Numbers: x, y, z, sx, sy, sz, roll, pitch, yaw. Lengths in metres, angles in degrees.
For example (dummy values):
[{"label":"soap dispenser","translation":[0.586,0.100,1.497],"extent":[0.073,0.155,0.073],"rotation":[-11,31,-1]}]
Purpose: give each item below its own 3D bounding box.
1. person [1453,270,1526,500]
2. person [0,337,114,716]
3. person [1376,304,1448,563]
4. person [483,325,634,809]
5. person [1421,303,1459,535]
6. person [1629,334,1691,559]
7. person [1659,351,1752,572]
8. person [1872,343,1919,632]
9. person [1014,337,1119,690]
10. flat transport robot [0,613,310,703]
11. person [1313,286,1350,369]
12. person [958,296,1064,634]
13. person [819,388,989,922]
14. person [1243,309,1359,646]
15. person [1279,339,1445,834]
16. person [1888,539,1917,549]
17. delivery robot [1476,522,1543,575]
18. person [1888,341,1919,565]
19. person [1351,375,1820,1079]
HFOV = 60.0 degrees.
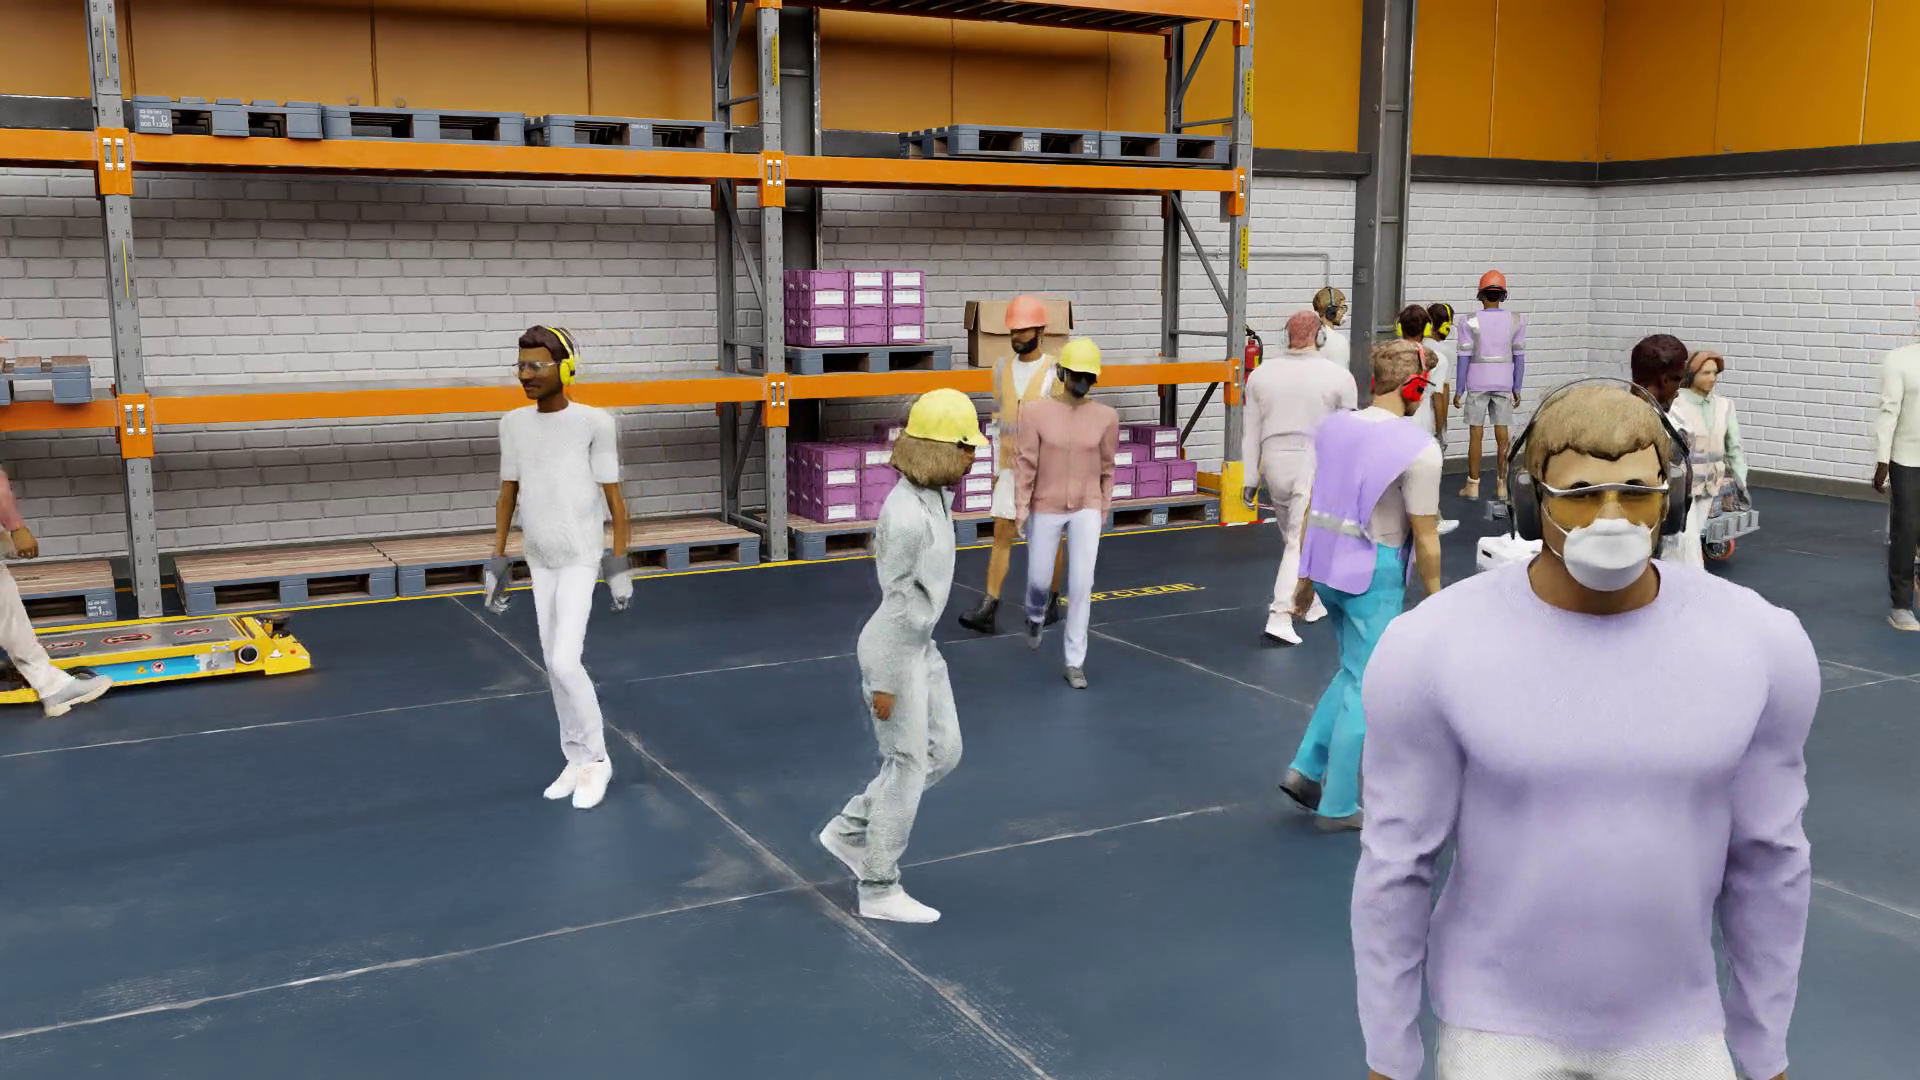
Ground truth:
[{"label":"person","translation":[4.699,-1.368,14.806],"extent":[0.607,2.044,0.380],"rotation":[0,9,2]},{"label":"person","translation":[-4.373,-0.080,7.290],"extent":[1.070,1.933,0.605],"rotation":[-8,12,-40]},{"label":"person","translation":[3.053,-0.698,11.407],"extent":[0.515,1.833,0.860],"rotation":[4,10,23]},{"label":"person","translation":[-1.557,0.112,6.389],"extent":[0.538,1.852,0.544],"rotation":[4,10,23]},{"label":"person","translation":[3.444,-0.875,12.548],"extent":[0.995,1.801,0.644],"rotation":[-8,13,-42]},{"label":"person","translation":[2.526,0.088,6.640],"extent":[1.151,1.829,0.616],"rotation":[-4,10,-23]},{"label":"person","translation":[4.205,-0.265,9.430],"extent":[0.533,1.591,0.846],"rotation":[-3,10,-18]},{"label":"person","translation":[5.533,-0.460,9.490],"extent":[0.624,1.980,0.456],"rotation":[2,10,14]},{"label":"person","translation":[0.526,-0.167,8.417],"extent":[0.534,1.732,0.739],"rotation":[-1,9,-4]},{"label":"flat transport robot","translation":[-4.079,0.577,8.343],"extent":[1.431,0.197,0.652],"rotation":[-6,11,-31]},{"label":"person","translation":[2.554,-0.812,11.736],"extent":[0.357,1.938,0.637],"rotation":[-3,10,-17]},{"label":"person","translation":[0.330,-0.401,9.334],"extent":[0.569,1.900,0.909],"rotation":[6,11,31]},{"label":"person","translation":[-0.163,0.370,5.232],"extent":[0.519,1.708,0.500],"rotation":[2,9,10]},{"label":"person","translation":[1.923,-0.361,9.313],"extent":[0.663,1.849,1.048],"rotation":[6,11,34]},{"label":"person","translation":[1.464,0.188,6.002],"extent":[0.461,1.815,0.607],"rotation":[-5,10,-26]},{"label":"person","translation":[7.198,-0.705,12.075],"extent":[0.732,1.605,0.530],"rotation":[3,10,19]},{"label":"delivery robot","translation":[3.340,0.132,9.902],"extent":[0.477,0.478,0.707],"rotation":[0,9,0]},{"label":"person","translation":[6.788,-0.746,11.615],"extent":[0.505,1.847,0.347],"rotation":[-2,9,-10]},{"label":"person","translation":[0.895,0.714,2.477],"extent":[0.645,1.923,0.499],"rotation":[1,9,6]}]
